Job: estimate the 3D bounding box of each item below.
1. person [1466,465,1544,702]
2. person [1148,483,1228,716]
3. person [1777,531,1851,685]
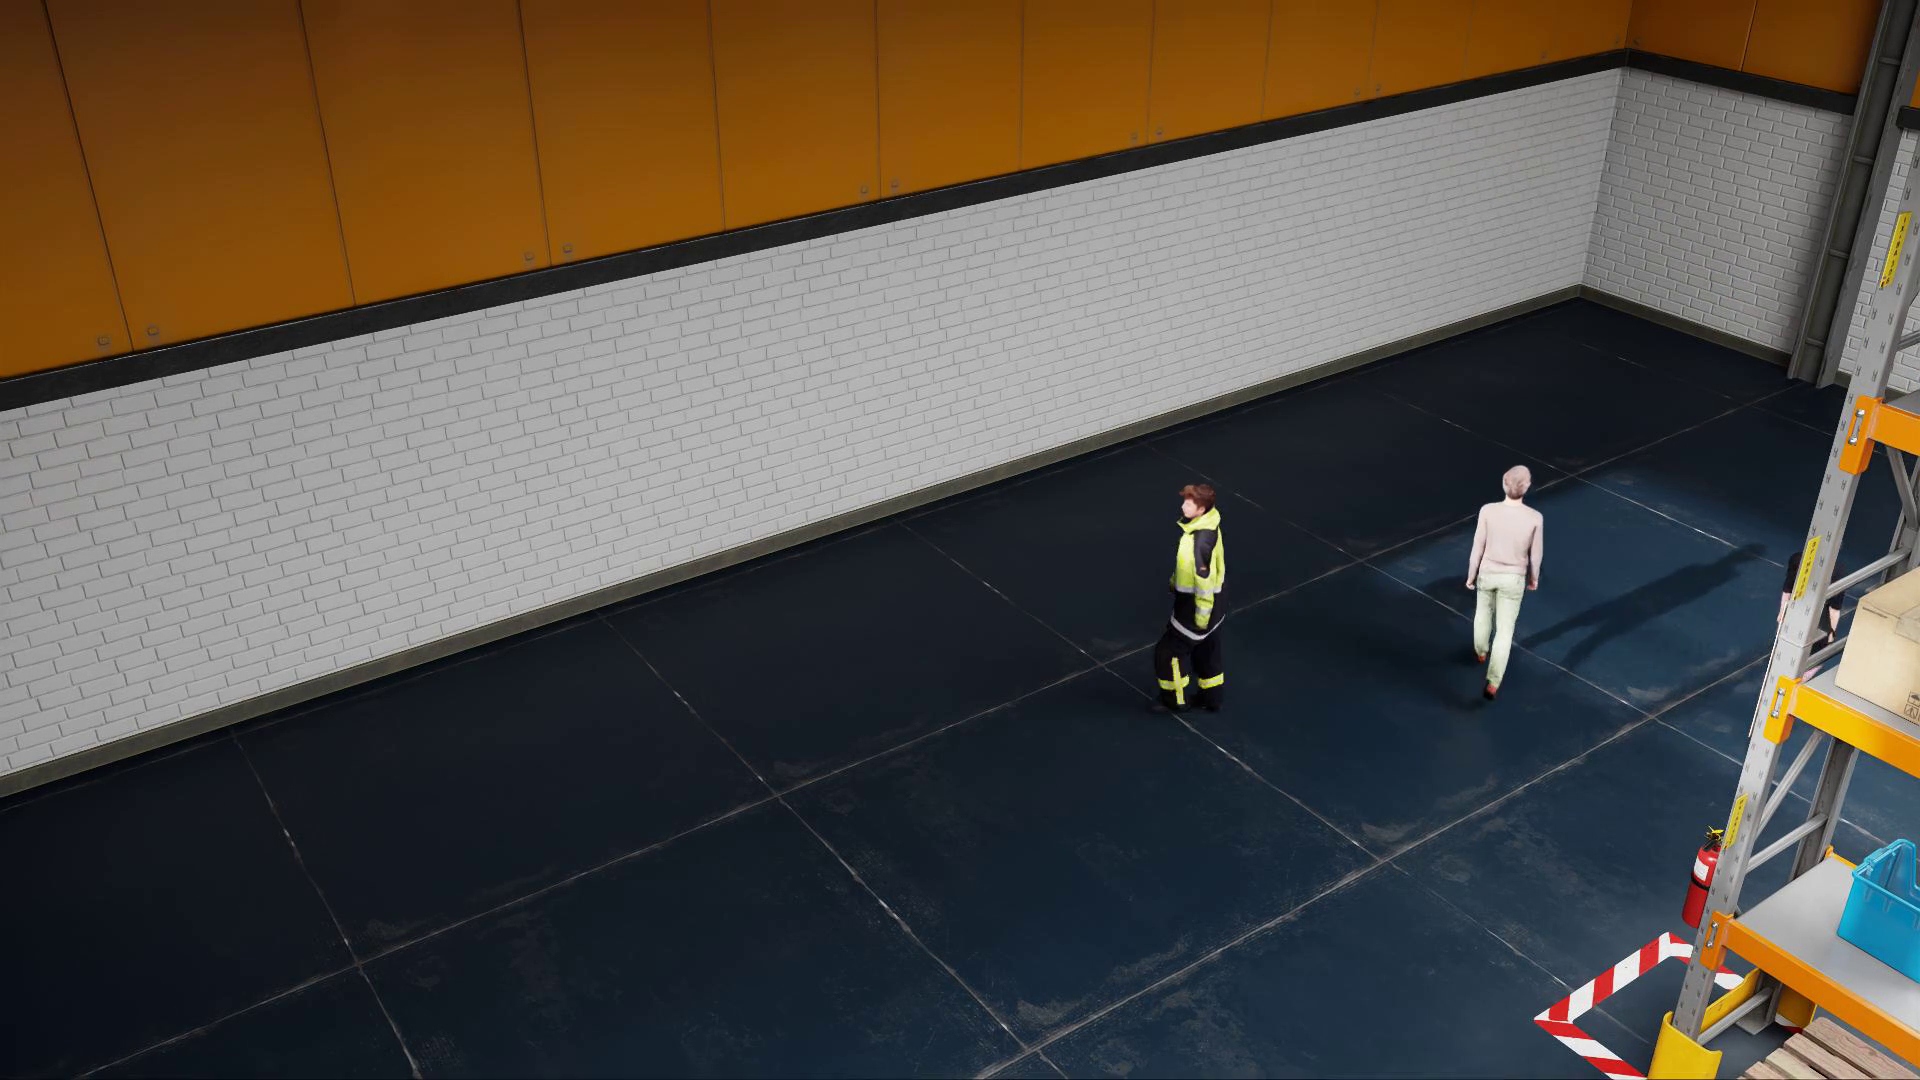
[{"bbox_3d":[4.132,0.347,12.710,1.273,1.850,1.217,10,30,18],"label":"person"},{"bbox_3d":[1.870,0.463,12.386,1.032,1.956,0.974,6,29,12],"label":"person"},{"bbox_3d":[6.232,0.657,12.303,0.685,1.695,0.700,-21,35,-34],"label":"person"}]
